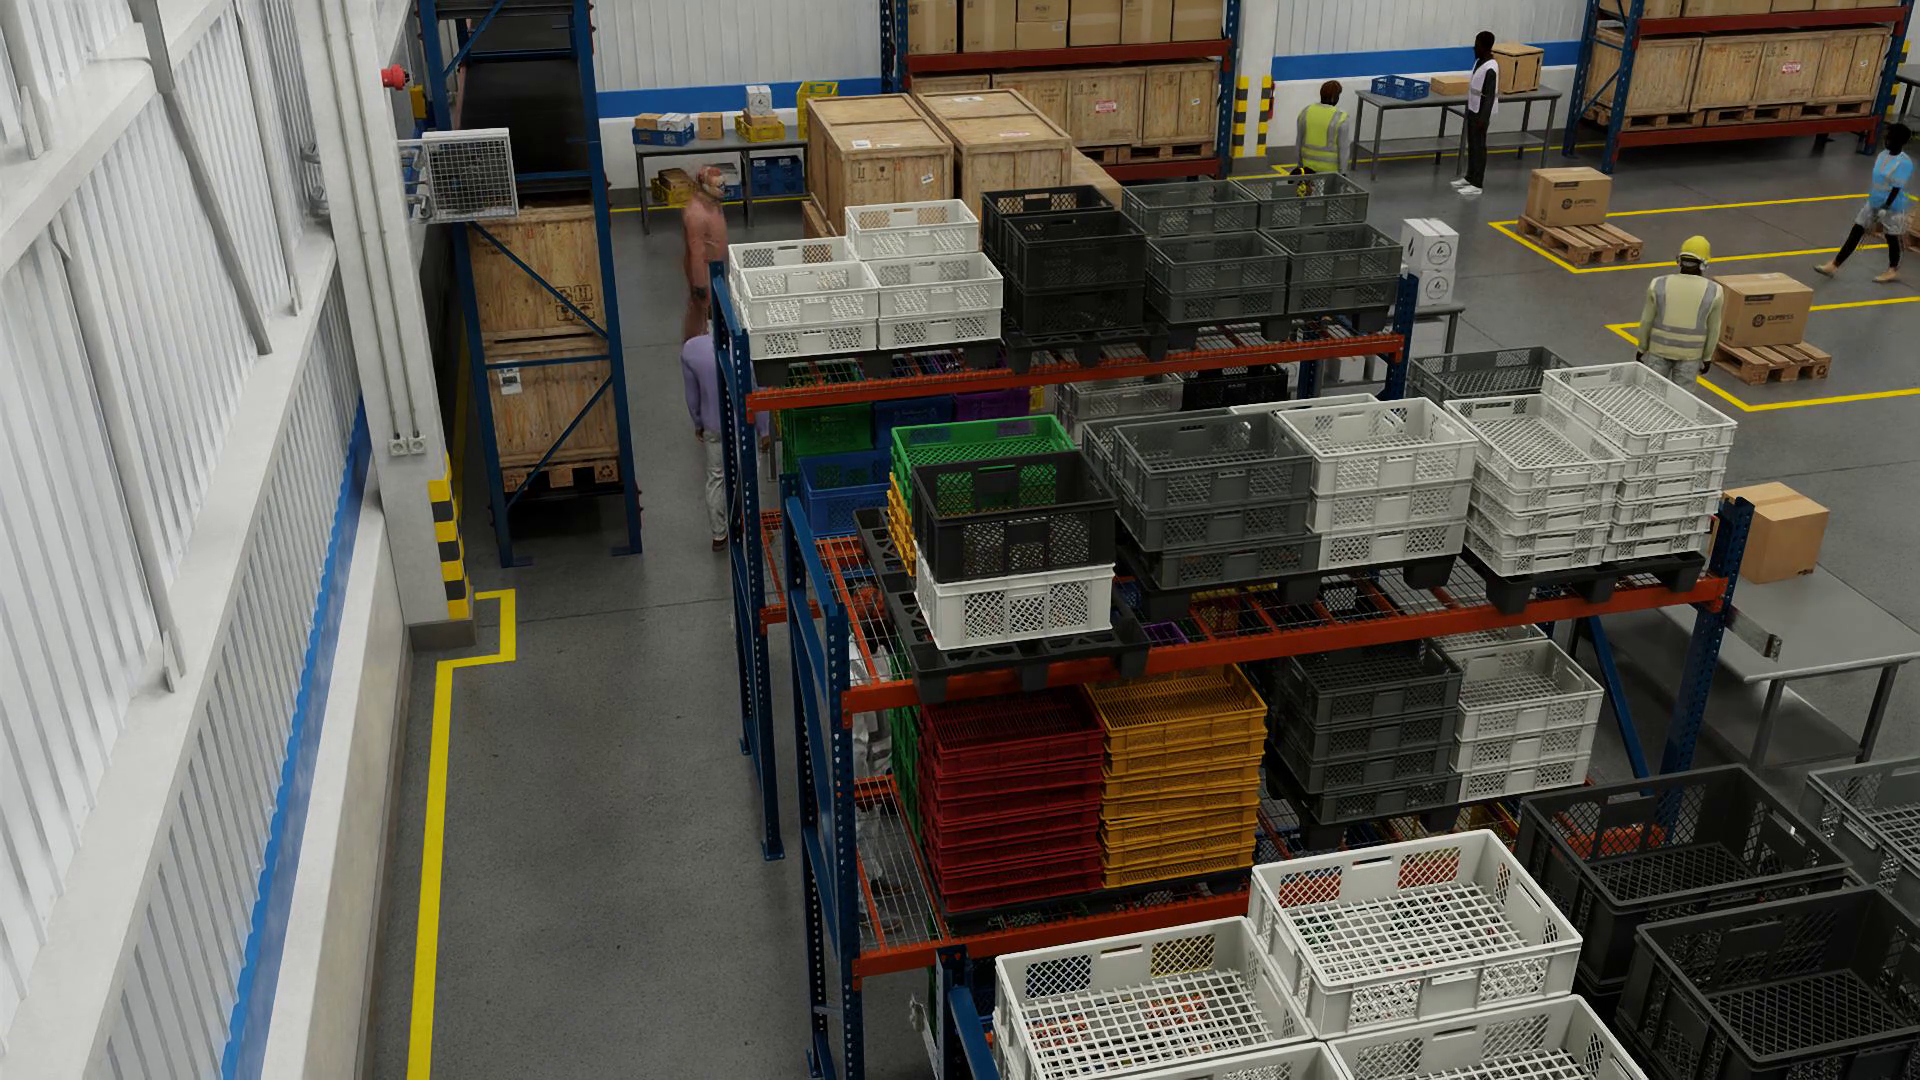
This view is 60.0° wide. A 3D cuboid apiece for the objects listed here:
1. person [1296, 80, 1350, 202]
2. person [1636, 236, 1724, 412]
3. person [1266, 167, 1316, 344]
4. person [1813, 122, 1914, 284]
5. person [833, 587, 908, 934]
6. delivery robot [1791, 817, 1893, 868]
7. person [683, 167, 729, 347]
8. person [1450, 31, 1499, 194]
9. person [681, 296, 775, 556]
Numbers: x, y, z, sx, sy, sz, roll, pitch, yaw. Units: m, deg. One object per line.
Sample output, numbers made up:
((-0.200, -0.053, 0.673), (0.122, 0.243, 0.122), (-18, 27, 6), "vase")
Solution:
((3.929, -4.049, 18.026), (0.631, 1.842, 0.428), (23, 36, 37), "person")
((5.704, -1.524, 13.257), (0.588, 1.822, 0.403), (14, 31, 24), "person")
((2.975, -2.420, 14.905), (0.315, 1.870, 0.533), (-7, 29, -12), "person")
((9.409, -3.435, 17.063), (0.867, 1.644, 0.536), (-4, 28, -7), "person")
((-0.447, 1.080, 8.260), (0.355, 1.876, 0.574), (3, 28, 5), "person")
((4.523, 1.697, 8.398), (0.477, 0.478, 0.707), (-6, 28, -12), "delivery robot")
((-2.262, -2.425, 14.930), (0.636, 1.876, 0.655), (0, 28, 0), "person")
((6.263, -5.144, 20.024), (0.383, 1.916, 0.591), (1, 28, 2), "person")
((-1.625, -0.805, 11.769), (0.629, 1.940, 0.372), (8, 29, 15), "person")
